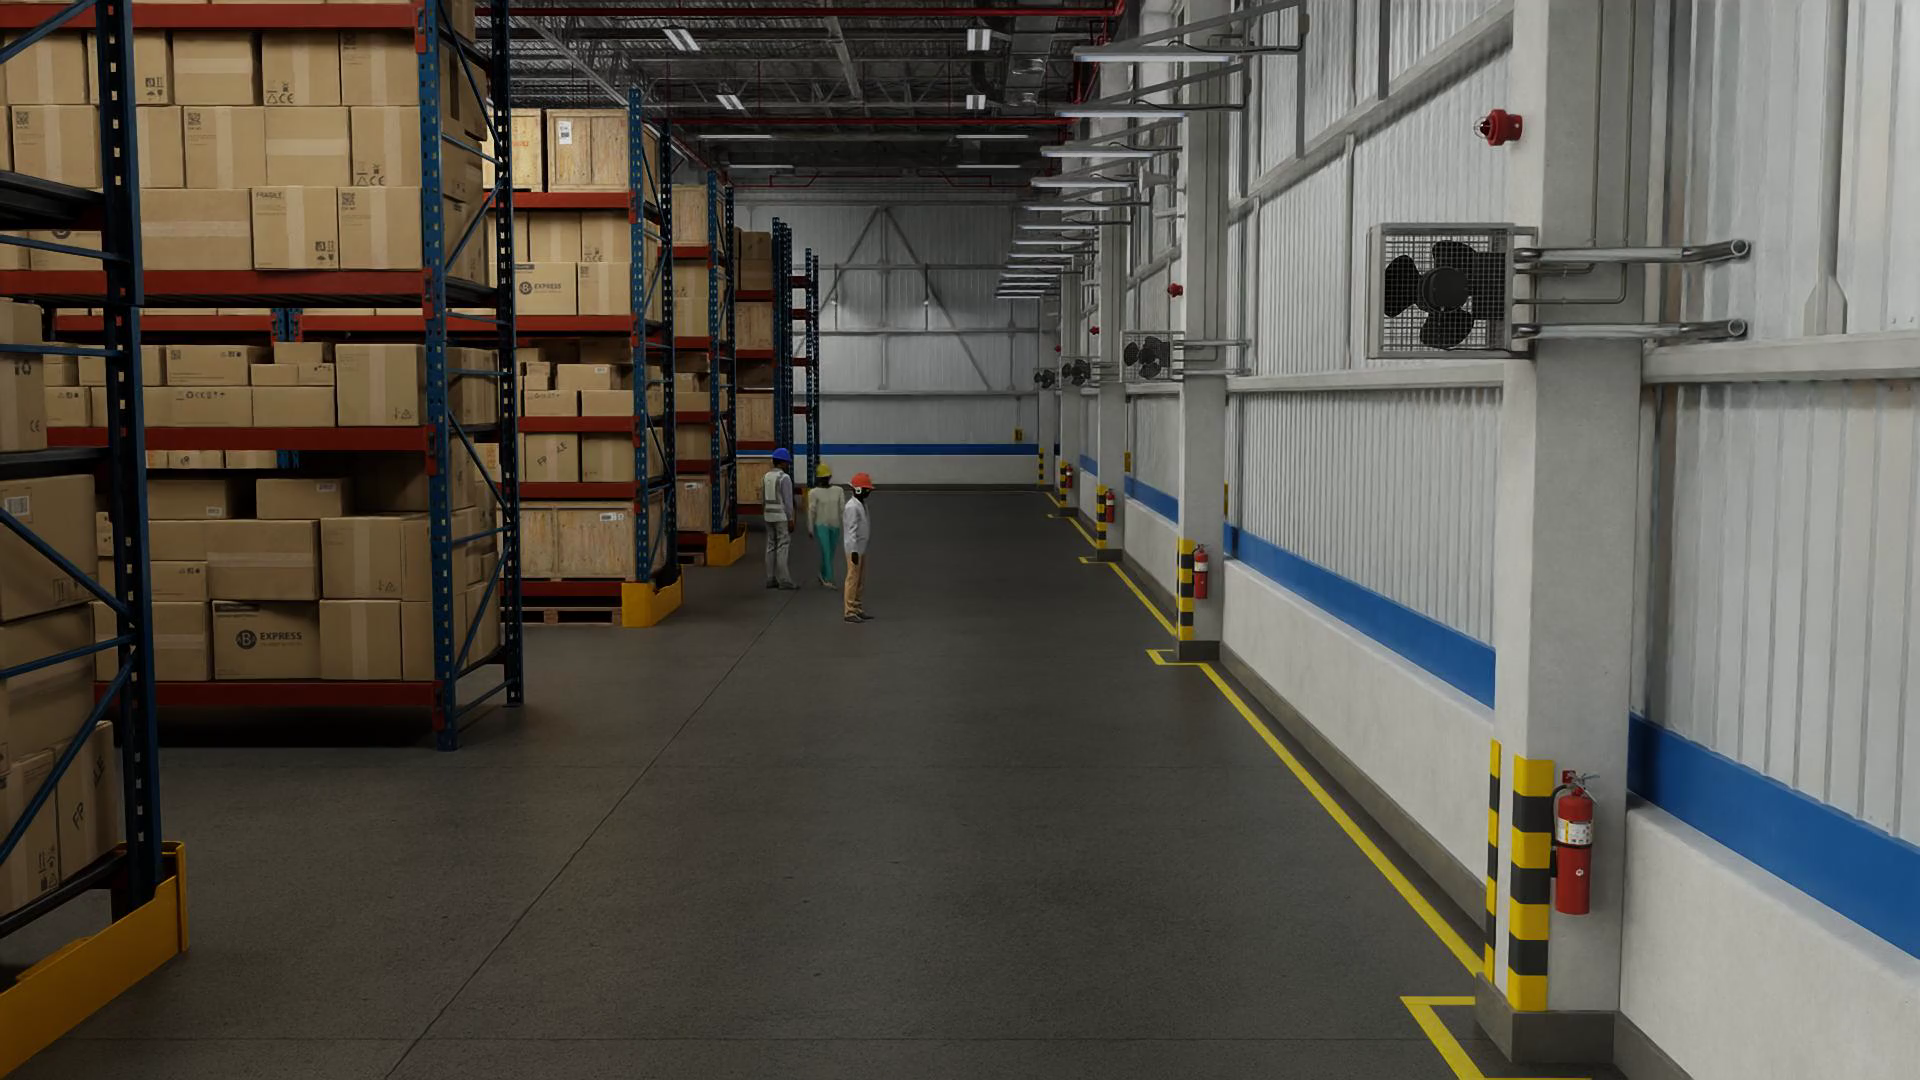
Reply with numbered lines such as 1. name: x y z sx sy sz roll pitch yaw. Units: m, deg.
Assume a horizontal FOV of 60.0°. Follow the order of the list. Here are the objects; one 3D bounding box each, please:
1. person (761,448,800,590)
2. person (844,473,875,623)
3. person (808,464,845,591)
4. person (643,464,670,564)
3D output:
1. person: -2.457 -0.284 22.644 0.397 1.939 0.602 -5 7 -43
2. person: -1.166 0.092 19.398 0.349 1.743 0.570 1 5 14
3. person: -1.821 -0.190 22.807 0.532 1.719 0.850 -2 6 -27
4. person: -4.052 -0.156 21.845 0.729 1.823 0.640 0 5 1
